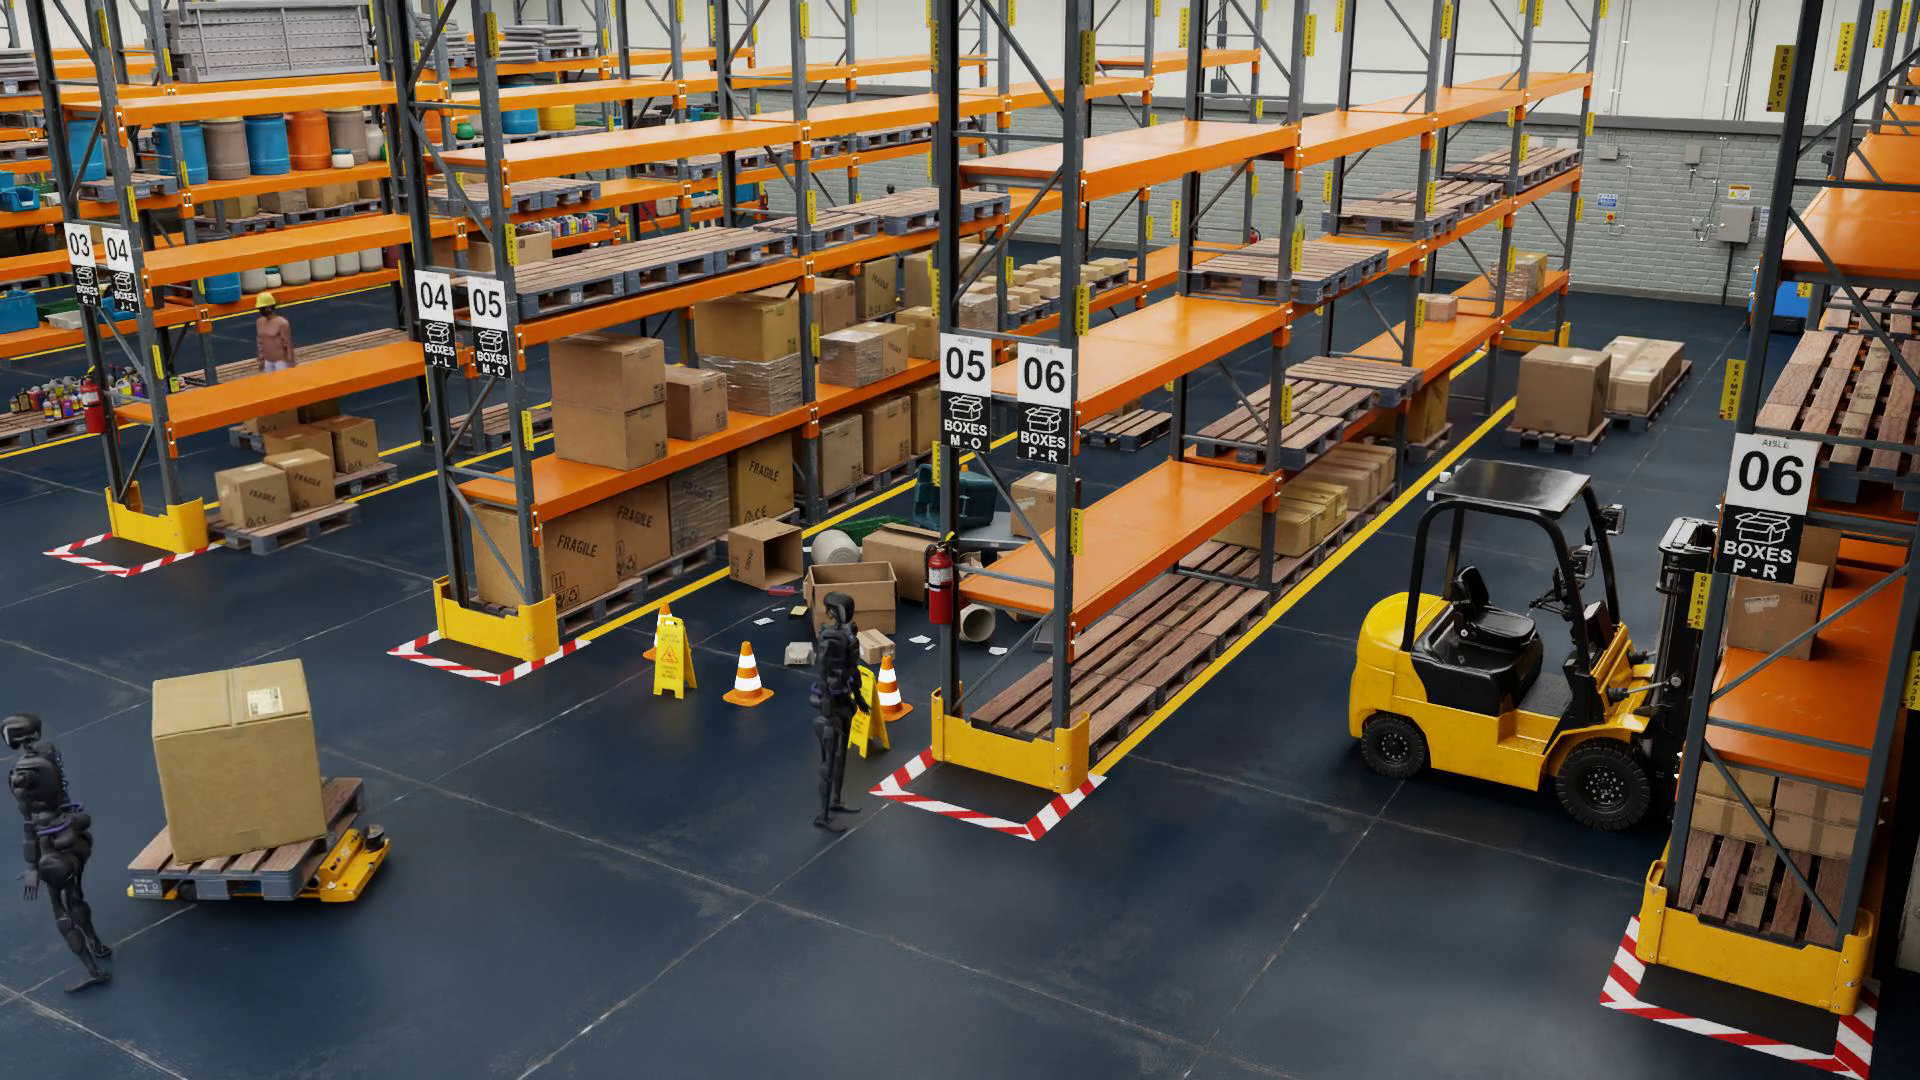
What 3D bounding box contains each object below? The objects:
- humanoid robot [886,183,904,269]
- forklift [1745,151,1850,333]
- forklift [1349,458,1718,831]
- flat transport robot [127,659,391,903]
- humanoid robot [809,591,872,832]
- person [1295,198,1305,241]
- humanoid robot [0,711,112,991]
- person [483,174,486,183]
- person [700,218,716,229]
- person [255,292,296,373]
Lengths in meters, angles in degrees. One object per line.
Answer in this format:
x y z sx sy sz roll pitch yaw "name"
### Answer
-1.316 -5.962 31.723 0.610 1.640 0.577 -9 21 -25 "humanoid robot"
13.620 -4.667 26.137 1.873 2.768 1.129 11 22 29 "forklift"
3.988 0.658 11.776 2.313 2.155 1.214 11 22 29 "forklift"
-4.473 2.069 10.633 1.431 0.231 0.659 0 19 1 "flat transport robot"
-0.814 1.119 11.202 0.315 1.657 0.599 7 20 20 "humanoid robot"
5.920 -5.327 29.879 0.810 1.662 0.525 15 24 37 "person"
-5.117 1.731 9.465 0.406 1.632 0.602 -2 19 -6 "humanoid robot"
-10.337 -7.765 36.740 0.337 1.794 0.505 4 20 12 "person"
-5.304 -7.019 34.738 0.488 1.688 0.350 -6 20 -16 "person"
-8.564 -2.224 20.770 0.540 1.750 0.378 9 21 23 "person"
